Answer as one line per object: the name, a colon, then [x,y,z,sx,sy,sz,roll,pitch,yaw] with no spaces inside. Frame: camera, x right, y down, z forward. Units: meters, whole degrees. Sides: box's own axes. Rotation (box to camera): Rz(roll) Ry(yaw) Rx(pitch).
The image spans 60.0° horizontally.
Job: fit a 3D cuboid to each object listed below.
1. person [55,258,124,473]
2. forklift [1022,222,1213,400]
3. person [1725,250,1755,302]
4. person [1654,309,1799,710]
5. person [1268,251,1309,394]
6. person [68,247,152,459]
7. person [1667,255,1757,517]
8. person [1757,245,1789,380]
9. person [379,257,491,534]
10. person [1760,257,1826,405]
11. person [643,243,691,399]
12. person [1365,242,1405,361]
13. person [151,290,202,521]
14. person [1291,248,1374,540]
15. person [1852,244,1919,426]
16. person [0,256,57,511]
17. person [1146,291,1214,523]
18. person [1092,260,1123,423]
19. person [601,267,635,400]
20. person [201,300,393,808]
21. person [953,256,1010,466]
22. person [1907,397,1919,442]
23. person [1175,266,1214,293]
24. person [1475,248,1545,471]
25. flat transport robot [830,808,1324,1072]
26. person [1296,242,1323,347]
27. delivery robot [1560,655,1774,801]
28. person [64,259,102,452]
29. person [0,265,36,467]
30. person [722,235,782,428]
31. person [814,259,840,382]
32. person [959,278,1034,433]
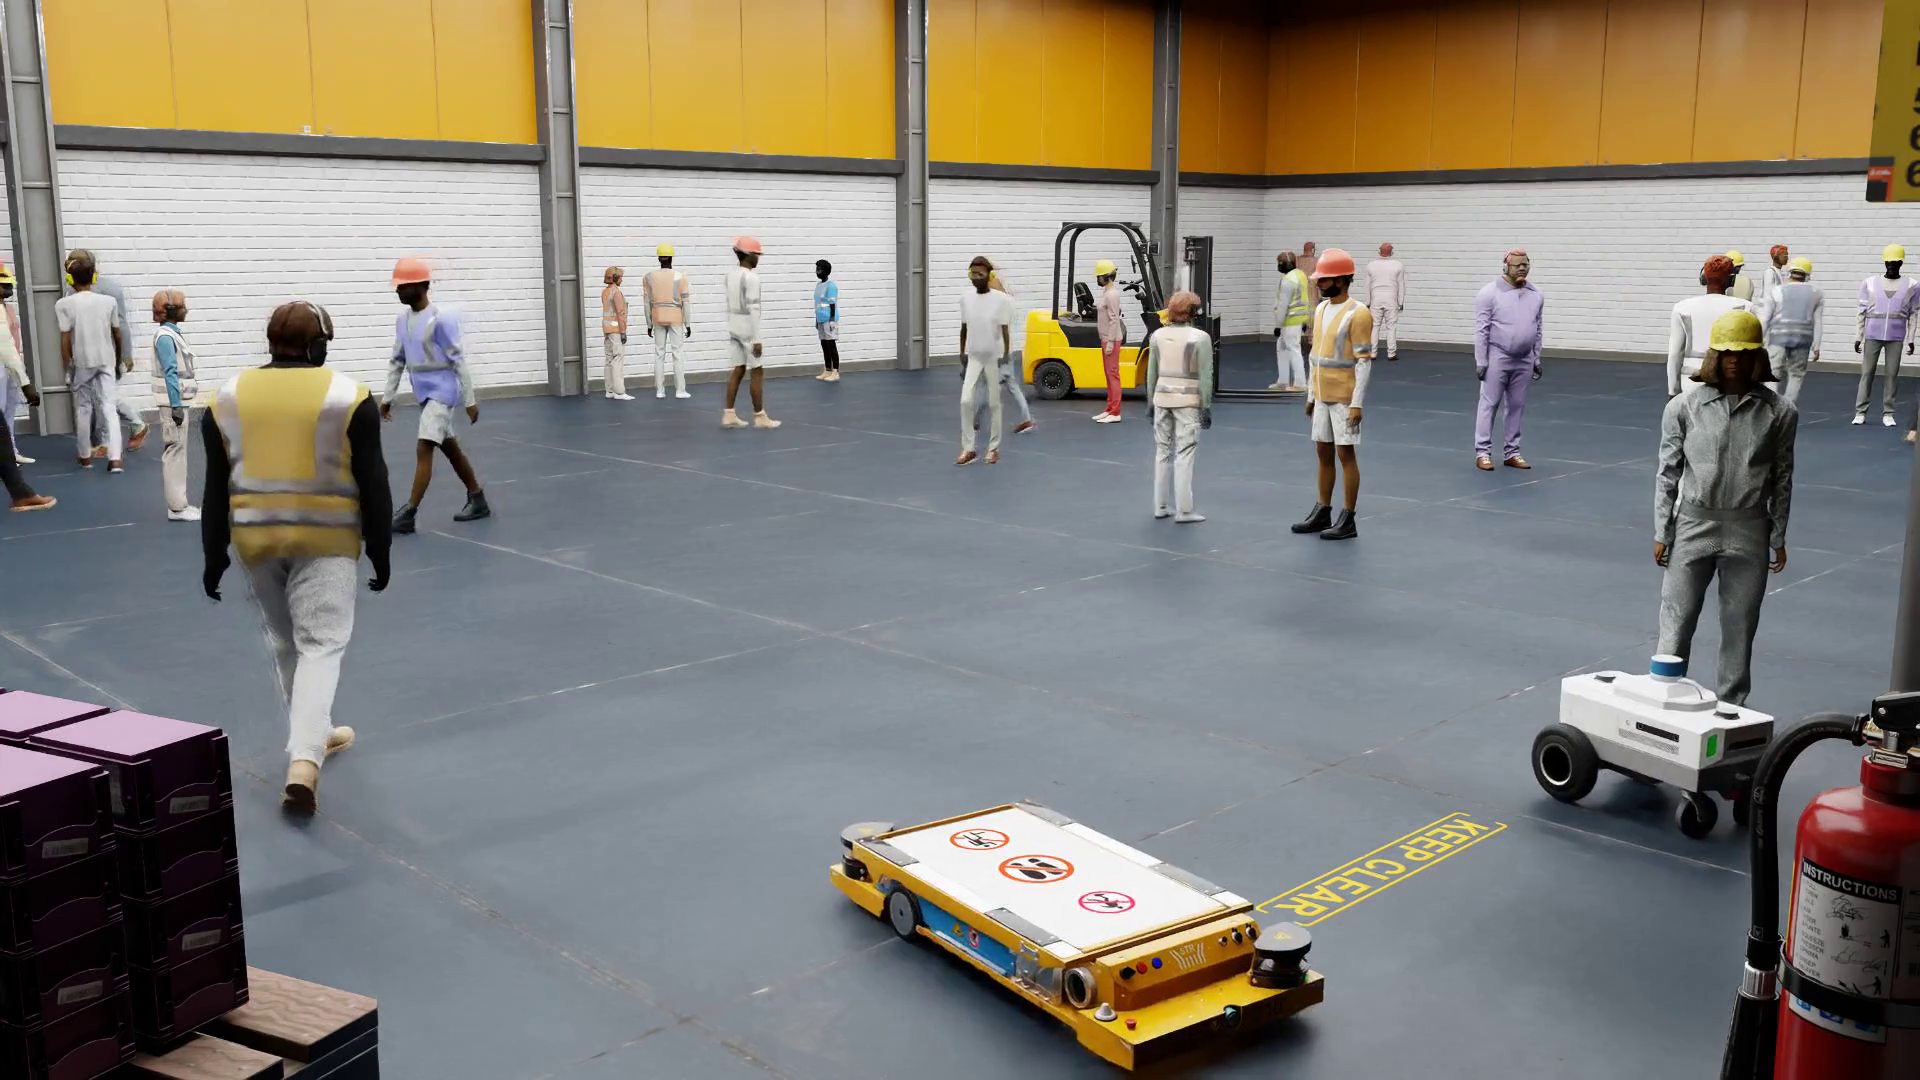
person: [-7.460,-1.498,14.309,0.517,1.826,0.909,-7,12,-33]
forklift: [1.935,-2.847,20.651,2.313,2.155,1.214,2,11,13]
person: [9.440,-2.633,20.464,0.601,1.831,0.404,-4,11,-22]
person: [2.948,-0.016,6.442,0.492,1.742,0.315,3,11,15]
person: [4.149,-2.769,21.261,0.708,1.813,0.649,6,12,28]
person: [-7.767,-1.686,15.071,0.659,1.917,0.477,6,12,28]
person: [5.334,-1.074,11.833,0.574,1.883,0.355,7,12,33]
person: [11.172,-3.099,22.873,0.359,1.883,0.573,8,13,37]
person: [-3.663,-1.003,11.485,0.572,1.877,1.009,9,14,40]
person: [8.858,-2.112,17.740,0.619,1.800,0.630,4,11,23]
person: [-3.618,-2.706,20.603,0.587,1.930,0.359,1,10,5]
person: [6.882,-3.859,26.945,0.642,1.913,0.408,5,11,23]
person: [-5.577,-0.952,11.835,0.306,1.637,0.524,-4,11,-22]
person: [2.494,-0.965,11.103,0.376,1.933,0.545,-5,11,-24]
person: [9.849,-2.172,17.697,0.584,1.928,0.373,5,12,27]
person: [-7.046,-1.104,11.887,0.644,1.939,0.978,8,13,37]
person: [1.573,-0.937,11.802,0.528,1.623,0.427,9,14,42]
person: [1.592,-2.142,18.000,0.337,1.759,0.525,0,10,0]
person: [-4.251,-2.541,20.505,0.307,1.638,0.511,-7,13,-34]
person: [-2.416,0.039,6.032,0.665,1.796,0.937,0,10,0]
person: [0.201,-1.557,14.572,0.546,1.841,0.691,4,11,21]
person: [9.716,-1.930,16.070,0.997,2.000,0.708,-2,11,-11]
person: [3.176,-3.129,22.929,0.616,1.937,0.902,7,13,34]
person: [4.761,-1.554,14.382,0.642,1.909,0.399,-2,11,-13]
flat transport robot: [0.272,1.041,4.696,0.652,0.197,1.431,-7,13,-34]
person: [6.322,-4.457,30.223,0.652,1.904,0.402,9,14,40]
delivery robot: [2.457,0.646,5.818,0.477,0.478,0.707,-5,12,-26]
person: [-8.035,-1.698,15.336,0.345,1.847,0.508,-5,11,-24]
person: [-8.362,-1.519,14.578,0.328,1.767,0.530,-1,10,-5]
person: [-2.233,-2.168,17.415,0.517,2.041,0.627,-8,13,-36]
person: [-1.860,-3.051,23.141,0.320,1.691,0.537,-6,12,-29]
person: [0.410,-1.892,17.085,0.840,1.593,0.503,8,13,38]
